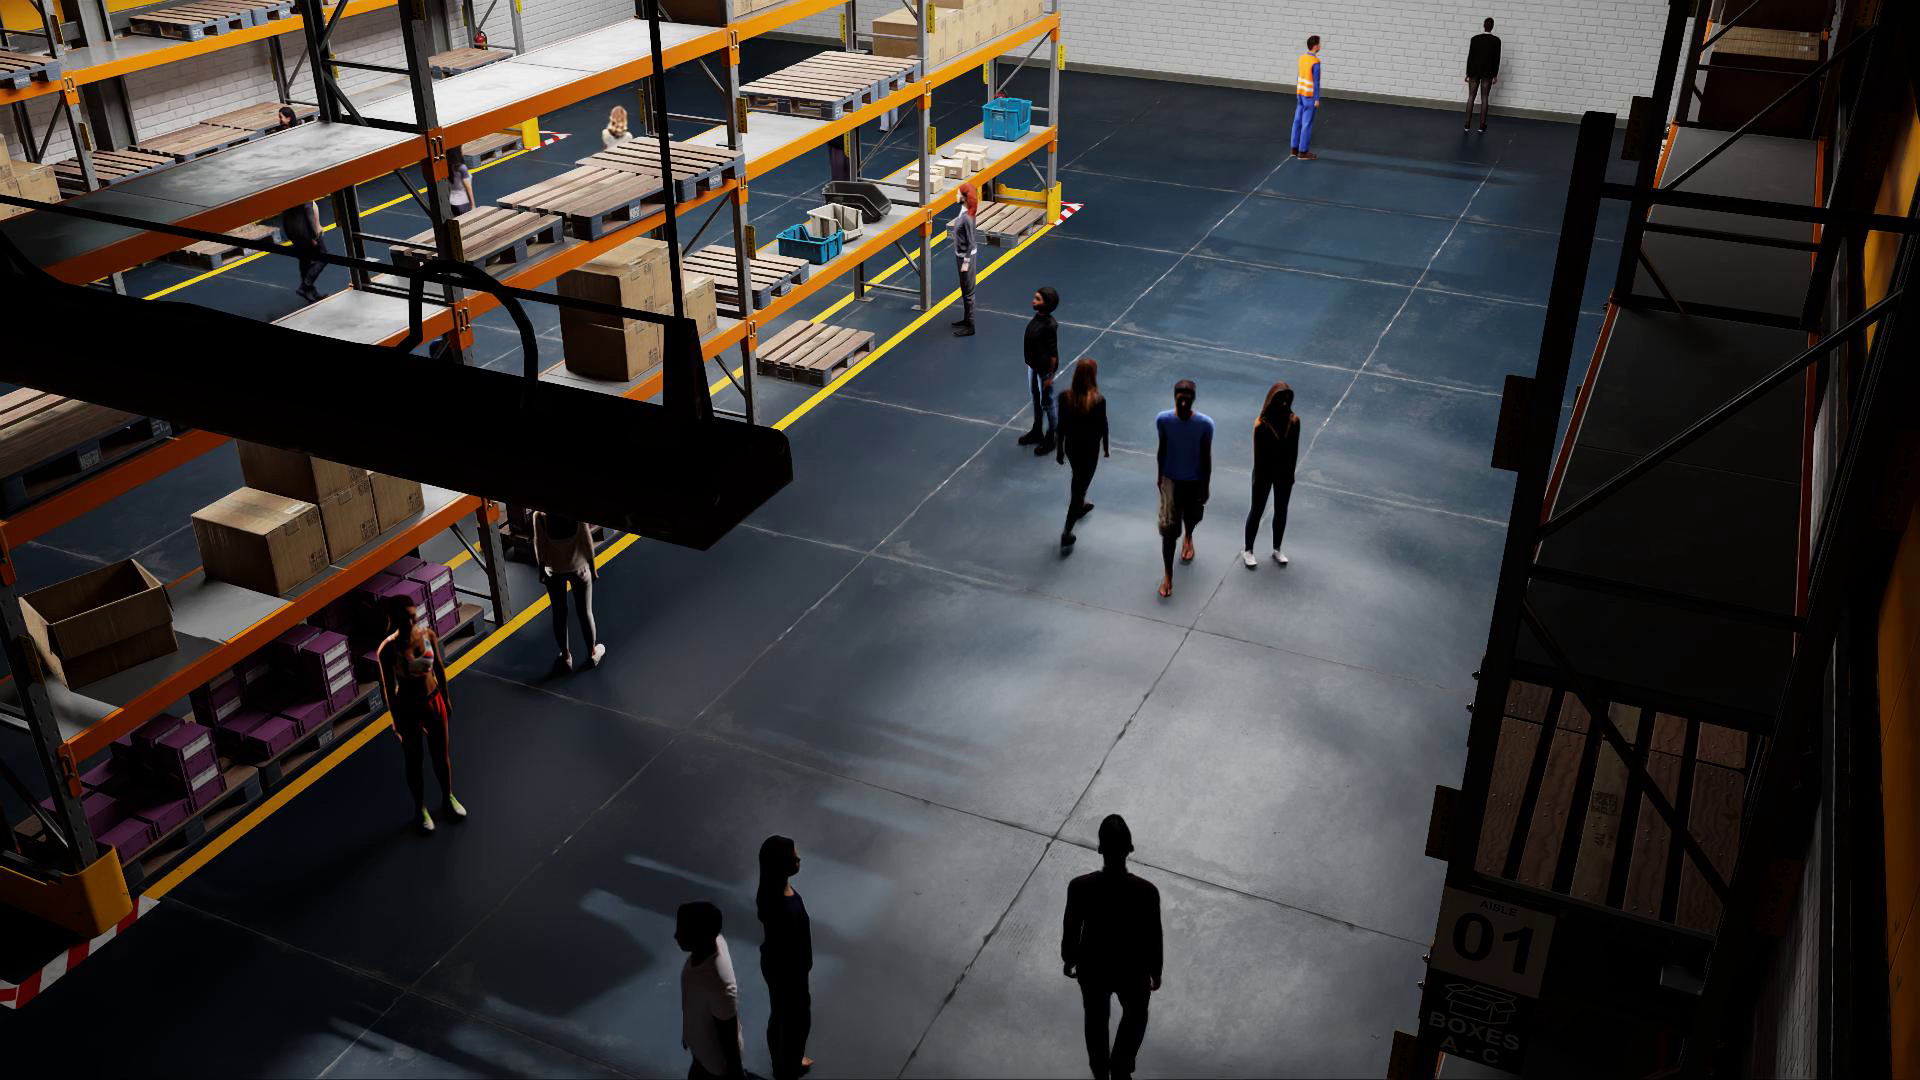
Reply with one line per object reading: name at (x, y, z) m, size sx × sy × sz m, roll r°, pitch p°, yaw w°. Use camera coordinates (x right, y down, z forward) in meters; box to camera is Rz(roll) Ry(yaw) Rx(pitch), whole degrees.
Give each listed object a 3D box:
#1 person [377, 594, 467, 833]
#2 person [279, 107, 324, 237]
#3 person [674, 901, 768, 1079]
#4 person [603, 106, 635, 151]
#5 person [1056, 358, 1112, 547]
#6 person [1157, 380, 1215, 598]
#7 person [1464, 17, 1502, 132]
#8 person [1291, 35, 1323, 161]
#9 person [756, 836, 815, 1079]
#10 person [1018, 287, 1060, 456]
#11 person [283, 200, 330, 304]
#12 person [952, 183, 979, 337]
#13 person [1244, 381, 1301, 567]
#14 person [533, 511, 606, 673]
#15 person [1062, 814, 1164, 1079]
person at (-3.623, 1.129, 11.137) m, size 0.593 × 1.787 × 0.706 m, roll -22°, pitch 35°, yaw -34°
person at (-8.824, -4.906, 22.219) m, size 0.802 × 1.769 × 0.777 m, roll -18°, pitch 33°, yaw -30°
person at (-1.161, 2.552, 8.487) m, size 1.121 × 1.827 × 1.165 m, roll -4°, pitch 29°, yaw -8°
person at (-4.595, -4.902, 22.312) m, size 0.790 × 1.672 × 1.164 m, roll 6°, pitch 29°, yaw 12°
person at (1.044, -0.735, 14.683) m, size 0.664 × 1.663 × 1.161 m, roll 15°, pitch 32°, yaw 25°
person at (1.902, -0.546, 14.166) m, size 0.871 × 1.828 × 1.307 m, roll 5°, pitch 29°, yaw 9°
person at (8.500, -7.592, 27.111) m, size 0.681 × 1.799 × 0.558 m, roll 10°, pitch 30°, yaw 17°
person at (5.364, -6.843, 25.673) m, size 0.841 × 1.862 × 0.788 m, roll -11°, pitch 30°, yaw -19°
person at (-0.947, 2.312, 9.022) m, size 0.725 × 1.735 × 0.677 m, roll -12°, pitch 31°, yaw -20°
person at (0.818, -1.688, 16.390) m, size 0.705 × 1.702 × 0.660 m, roll -13°, pitch 31°, yaw -23°
person at (-7.936, -3.683, 19.921) m, size 0.767 × 1.823 × 0.800 m, roll 16°, pitch 32°, yaw 27°
person at (0.070, -3.243, 19.158) m, size 0.715 × 1.780 × 0.607 m, roll -3°, pitch 29°, yaw -6°
person at (2.699, -0.581, 14.340) m, size 0.652 × 1.722 × 0.698 m, roll -7°, pitch 29°, yaw -13°
person at (-3.040, 0.234, 12.856) m, size 0.693 × 1.711 × 0.716 m, roll -4°, pitch 29°, yaw -8°
person at (0.820, 2.315, 8.892) m, size 0.832 × 1.856 × 0.943 m, roll 5°, pitch 29°, yaw 9°
